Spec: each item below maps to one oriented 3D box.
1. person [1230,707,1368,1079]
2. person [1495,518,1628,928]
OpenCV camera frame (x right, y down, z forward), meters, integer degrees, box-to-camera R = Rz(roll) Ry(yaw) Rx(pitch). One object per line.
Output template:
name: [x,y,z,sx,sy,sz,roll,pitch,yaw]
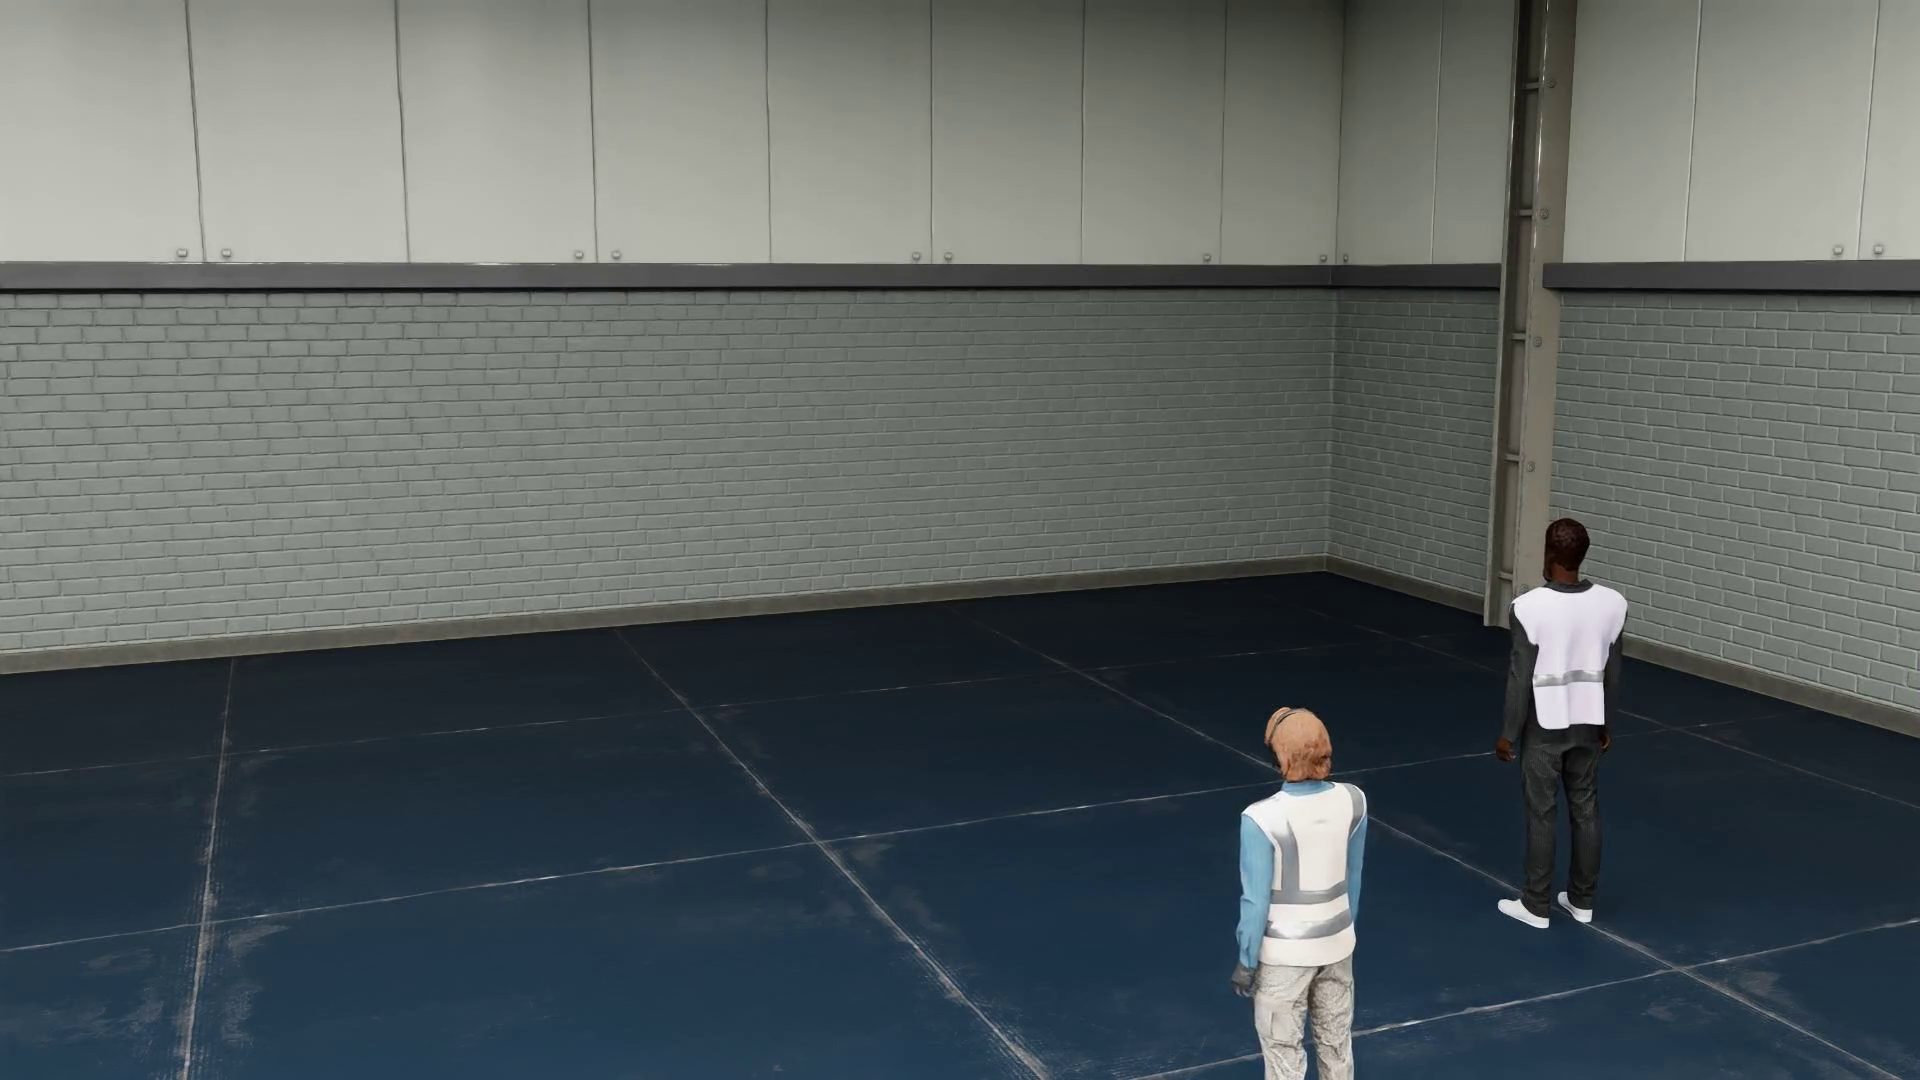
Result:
person: [1.113,1.357,5.463,0.514,1.636,0.313,-5,10,-29]
person: [2.790,0.854,7.733,0.587,1.920,0.391,-2,9,-14]
